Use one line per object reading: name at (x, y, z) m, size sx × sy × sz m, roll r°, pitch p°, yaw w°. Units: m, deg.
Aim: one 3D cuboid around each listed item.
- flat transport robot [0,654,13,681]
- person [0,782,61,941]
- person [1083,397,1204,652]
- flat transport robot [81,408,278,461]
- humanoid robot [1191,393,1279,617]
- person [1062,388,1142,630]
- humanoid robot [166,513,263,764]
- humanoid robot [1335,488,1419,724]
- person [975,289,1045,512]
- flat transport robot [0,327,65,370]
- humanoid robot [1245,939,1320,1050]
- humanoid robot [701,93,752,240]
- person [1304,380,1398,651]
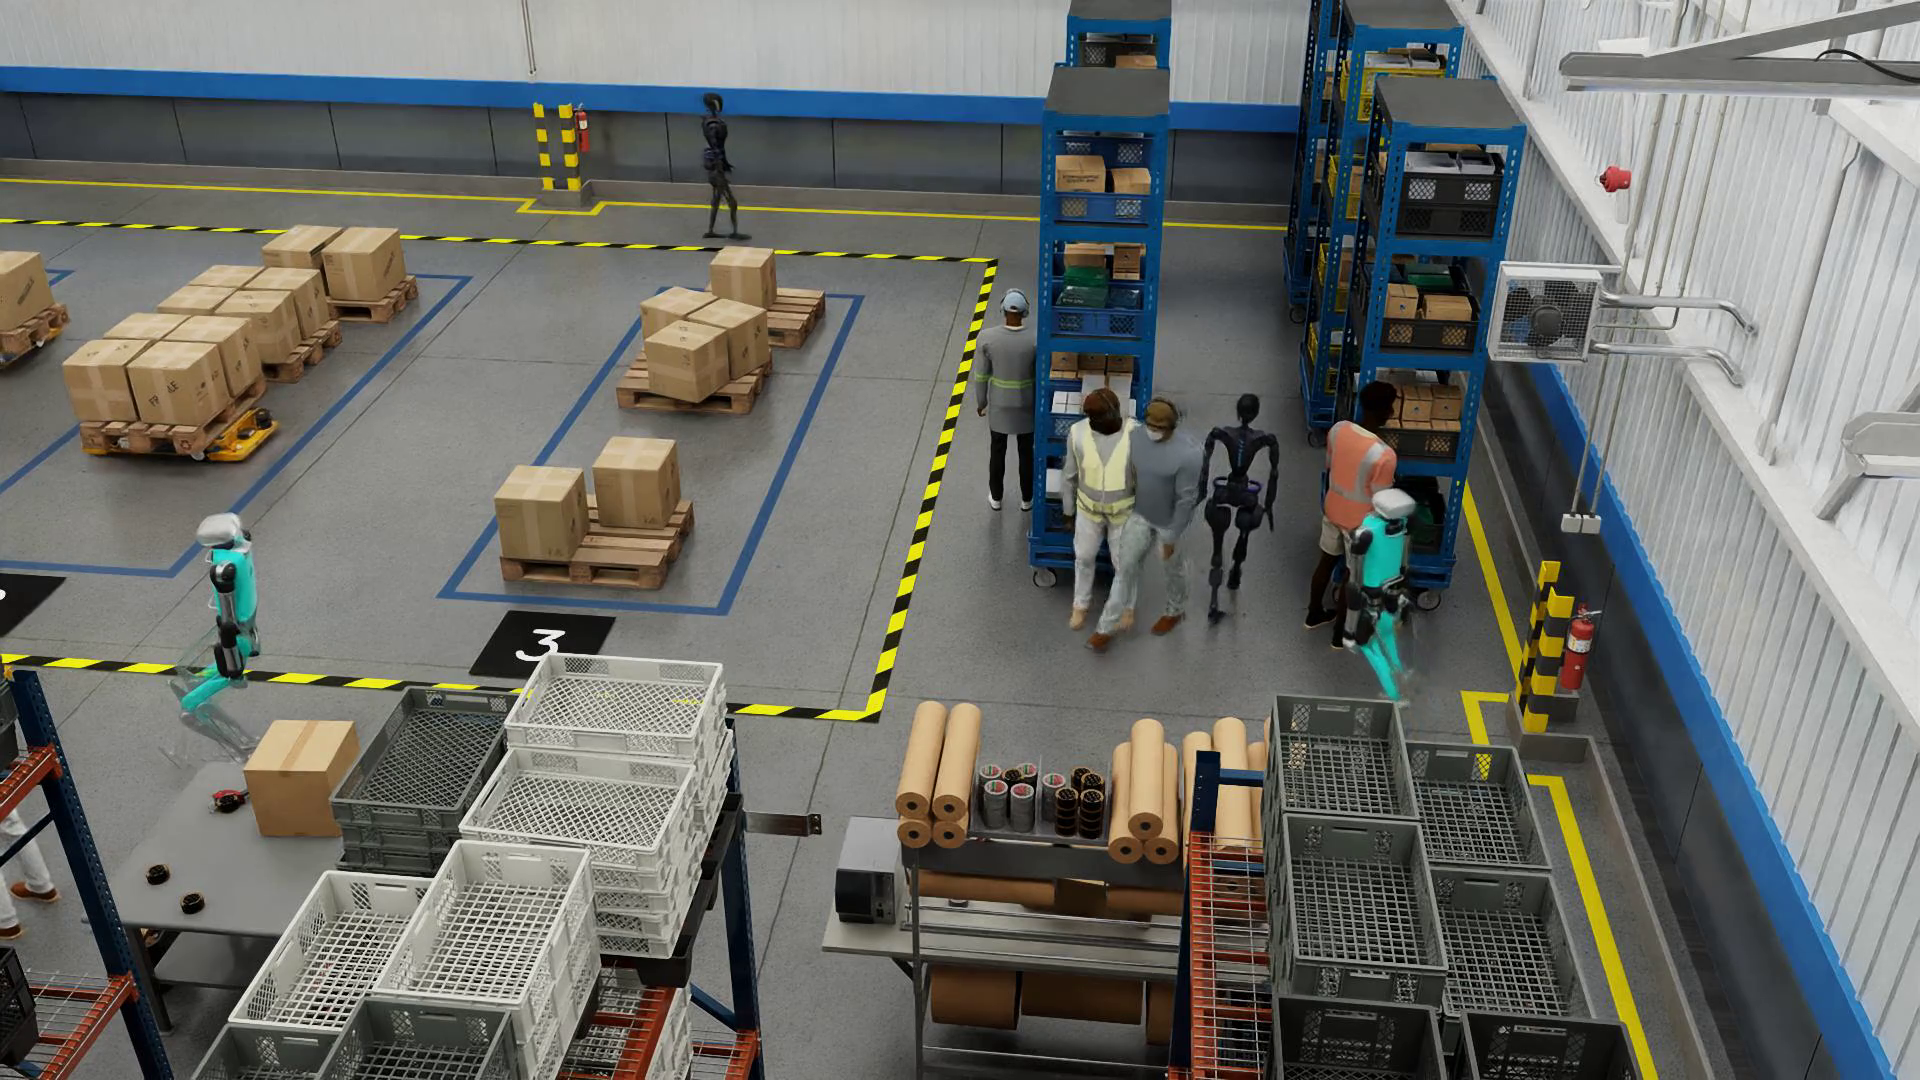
flat transport robot at (-7.142, 0.969, 11.010) m, size 1.431 × 0.231 × 0.659 m, roll 3°, pitch 30°, yaw 6°
person at (-5.294, 1.311, 8.832) m, size 0.359 × 1.877 × 0.572 m, roll 6°, pitch 31°, yaw 11°
person at (1.253, -0.074, 11.198) m, size 0.621 × 1.888 × 0.990 m, roll 22°, pitch 37°, yaw 32°
flat transport robot at (-6.696, -0.942, 14.265) m, size 1.431 × 0.197 × 0.652 m, roll 3°, pitch 30°, yaw 6°
humanoid robot at (1.928, -0.255, 11.785) m, size 0.601 × 1.644 × 0.807 m, roll 7°, pitch 31°, yaw 11°
person at (1.030, -0.196, 11.482) m, size 0.681 × 1.820 × 0.448 m, roll 9°, pitch 31°, yaw 15°
humanoid robot at (-4.517, 0.629, 10.000) m, size 0.735 × 1.677 × 0.533 m, roll -5°, pitch 31°, yaw -8°
humanoid robot at (2.681, 0.570, 10.248) m, size 0.549 × 1.806 × 0.784 m, roll -21°, pitch 36°, yaw -32°
person at (0.416, -1.092, 12.974) m, size 0.597 × 1.850 × 0.386 m, roll 3°, pitch 30°, yaw 5°
flat transport robot at (-9.229, -1.826, 15.783) m, size 0.652 × 0.197 × 1.431 m, roll 3°, pitch 30°, yaw 6°
humanoid robot at (1.297, 2.317, 7.287) m, size 0.472 × 1.642 × 0.611 m, roll 3°, pitch 30°, yaw 6°
humanoid robot at (-2.618, -4.116, 18.348) m, size 0.560 × 1.647 × 0.588 m, roll -2°, pitch 30°, yaw -3°
person at (2.689, -0.175, 11.309) m, size 0.397 × 1.953 × 0.617 m, roll -14°, pitch 33°, yaw -23°
